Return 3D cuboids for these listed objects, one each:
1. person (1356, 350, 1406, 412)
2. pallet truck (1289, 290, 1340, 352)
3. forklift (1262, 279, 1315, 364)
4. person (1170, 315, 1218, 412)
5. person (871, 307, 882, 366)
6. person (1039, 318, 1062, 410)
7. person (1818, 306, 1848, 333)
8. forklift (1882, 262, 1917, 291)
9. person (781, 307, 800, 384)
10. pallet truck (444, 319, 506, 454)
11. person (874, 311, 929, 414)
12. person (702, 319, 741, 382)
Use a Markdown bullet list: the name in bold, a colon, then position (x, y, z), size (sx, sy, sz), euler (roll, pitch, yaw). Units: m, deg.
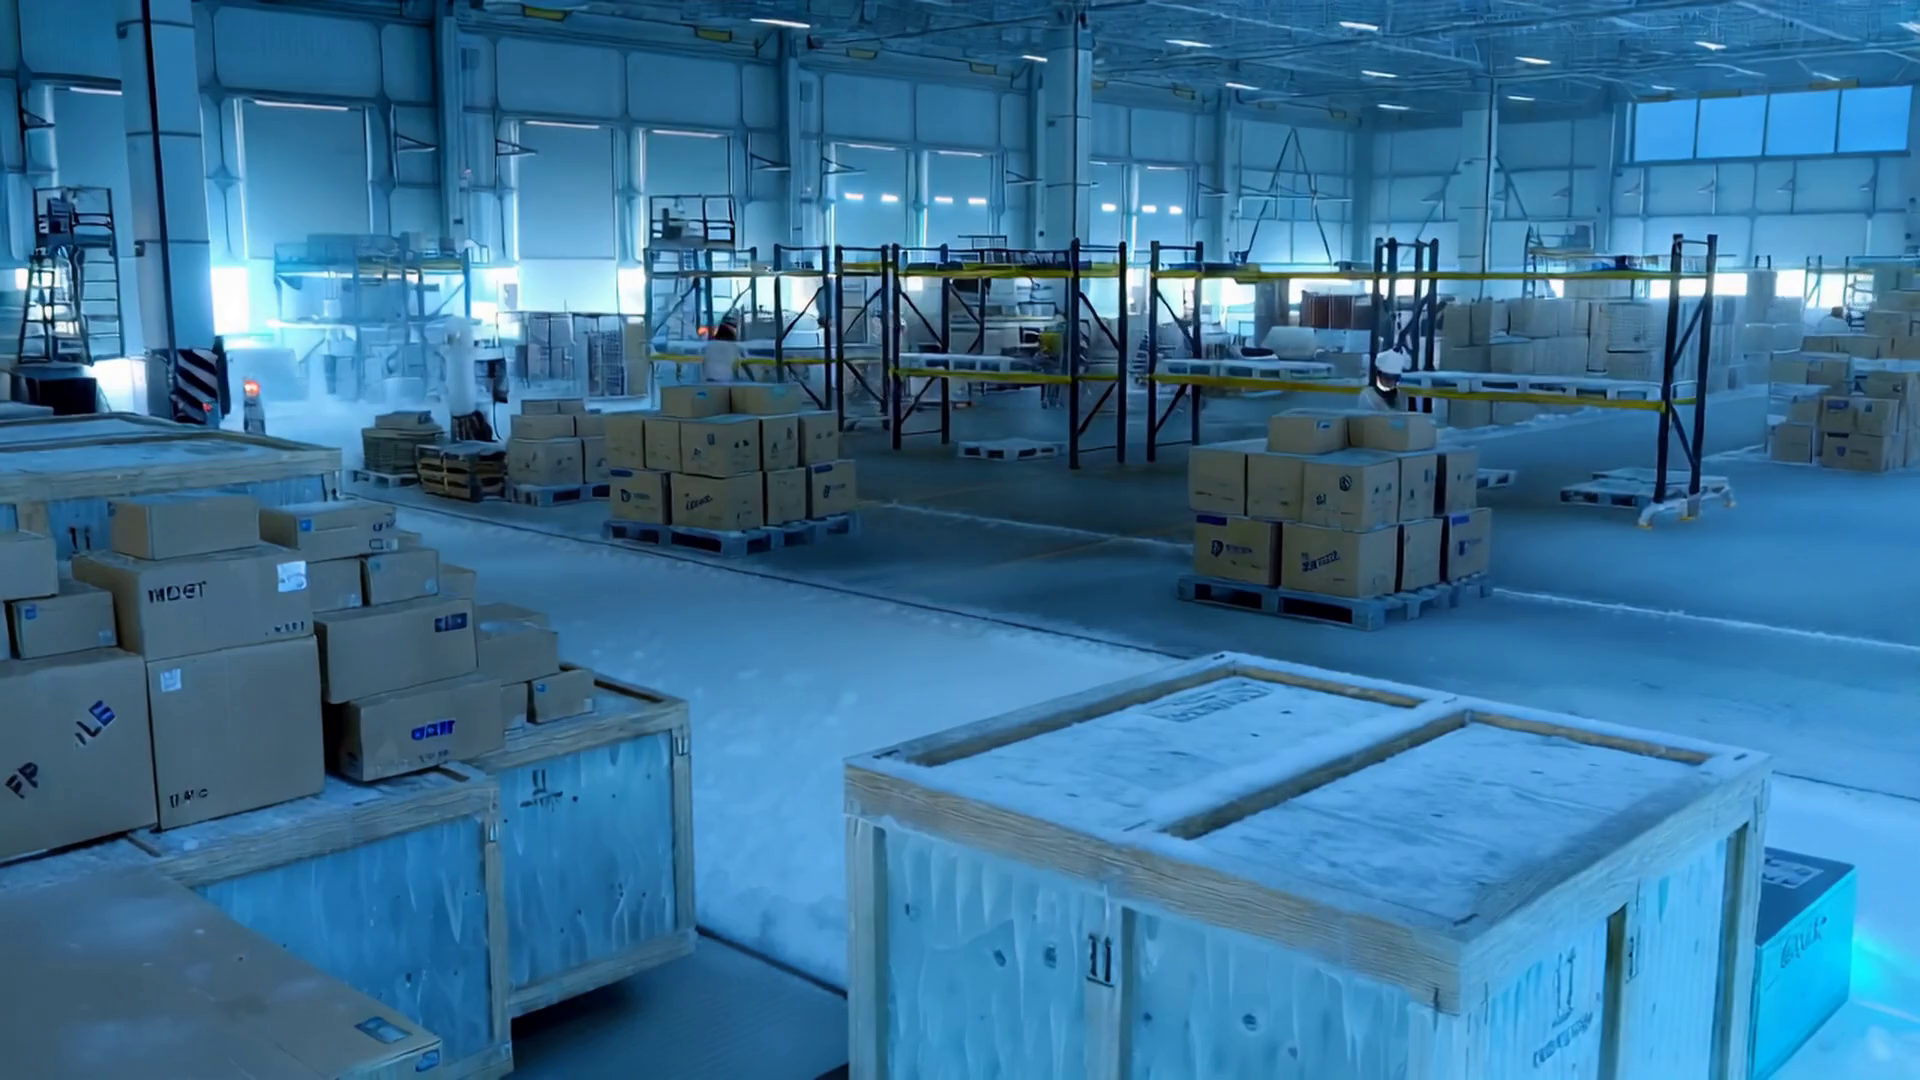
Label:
- **person**: position (3.807, -0.740, 14.979), size (0.547, 1.934, 0.375), euler (-5, 11, -30)
- **pallet truck**: position (11.297, -6.951, 52.861), size (1.885, 1.965, 0.823), euler (-5, 11, -29)
- **forklift**: position (8.555, -6.090, 44.881), size (1.873, 2.768, 1.129), euler (9, 13, 43)
- **person**: position (4.313, -3.253, 30.781), size (0.918, 1.799, 0.659), euler (-1, 9, -3)
- **person**: position (-2.215, -5.404, 44.507), size (0.313, 1.633, 0.518), euler (-2, 9, -11)
- **person**: position (1.730, -3.330, 31.469), size (0.490, 1.735, 0.323), euler (-5, 11, -30)
- **person**: position (18.104, -3.918, 34.640), size (0.991, 1.892, 0.641), euler (-5, 11, -30)
- **forklift**: position (23.439, -5.562, 41.646), size (1.129, 2.768, 1.873), euler (-6, 11, -31)
- **person**: position (-3.406, -3.684, 33.098), size (0.555, 1.914, 0.768), euler (3, 10, 19)
- **pallet truck**: position (-6.981, -1.942, 22.150), size (1.885, 1.965, 0.823), euler (1, 9, 9)
- **person**: position (-1.105, -3.243, 30.487), size (1.041, 1.878, 0.646), euler (1, 9, 6)
- **person**: position (-3.686, -2.450, 25.634), size (0.657, 1.875, 0.538), euler (-4, 10, -24)
